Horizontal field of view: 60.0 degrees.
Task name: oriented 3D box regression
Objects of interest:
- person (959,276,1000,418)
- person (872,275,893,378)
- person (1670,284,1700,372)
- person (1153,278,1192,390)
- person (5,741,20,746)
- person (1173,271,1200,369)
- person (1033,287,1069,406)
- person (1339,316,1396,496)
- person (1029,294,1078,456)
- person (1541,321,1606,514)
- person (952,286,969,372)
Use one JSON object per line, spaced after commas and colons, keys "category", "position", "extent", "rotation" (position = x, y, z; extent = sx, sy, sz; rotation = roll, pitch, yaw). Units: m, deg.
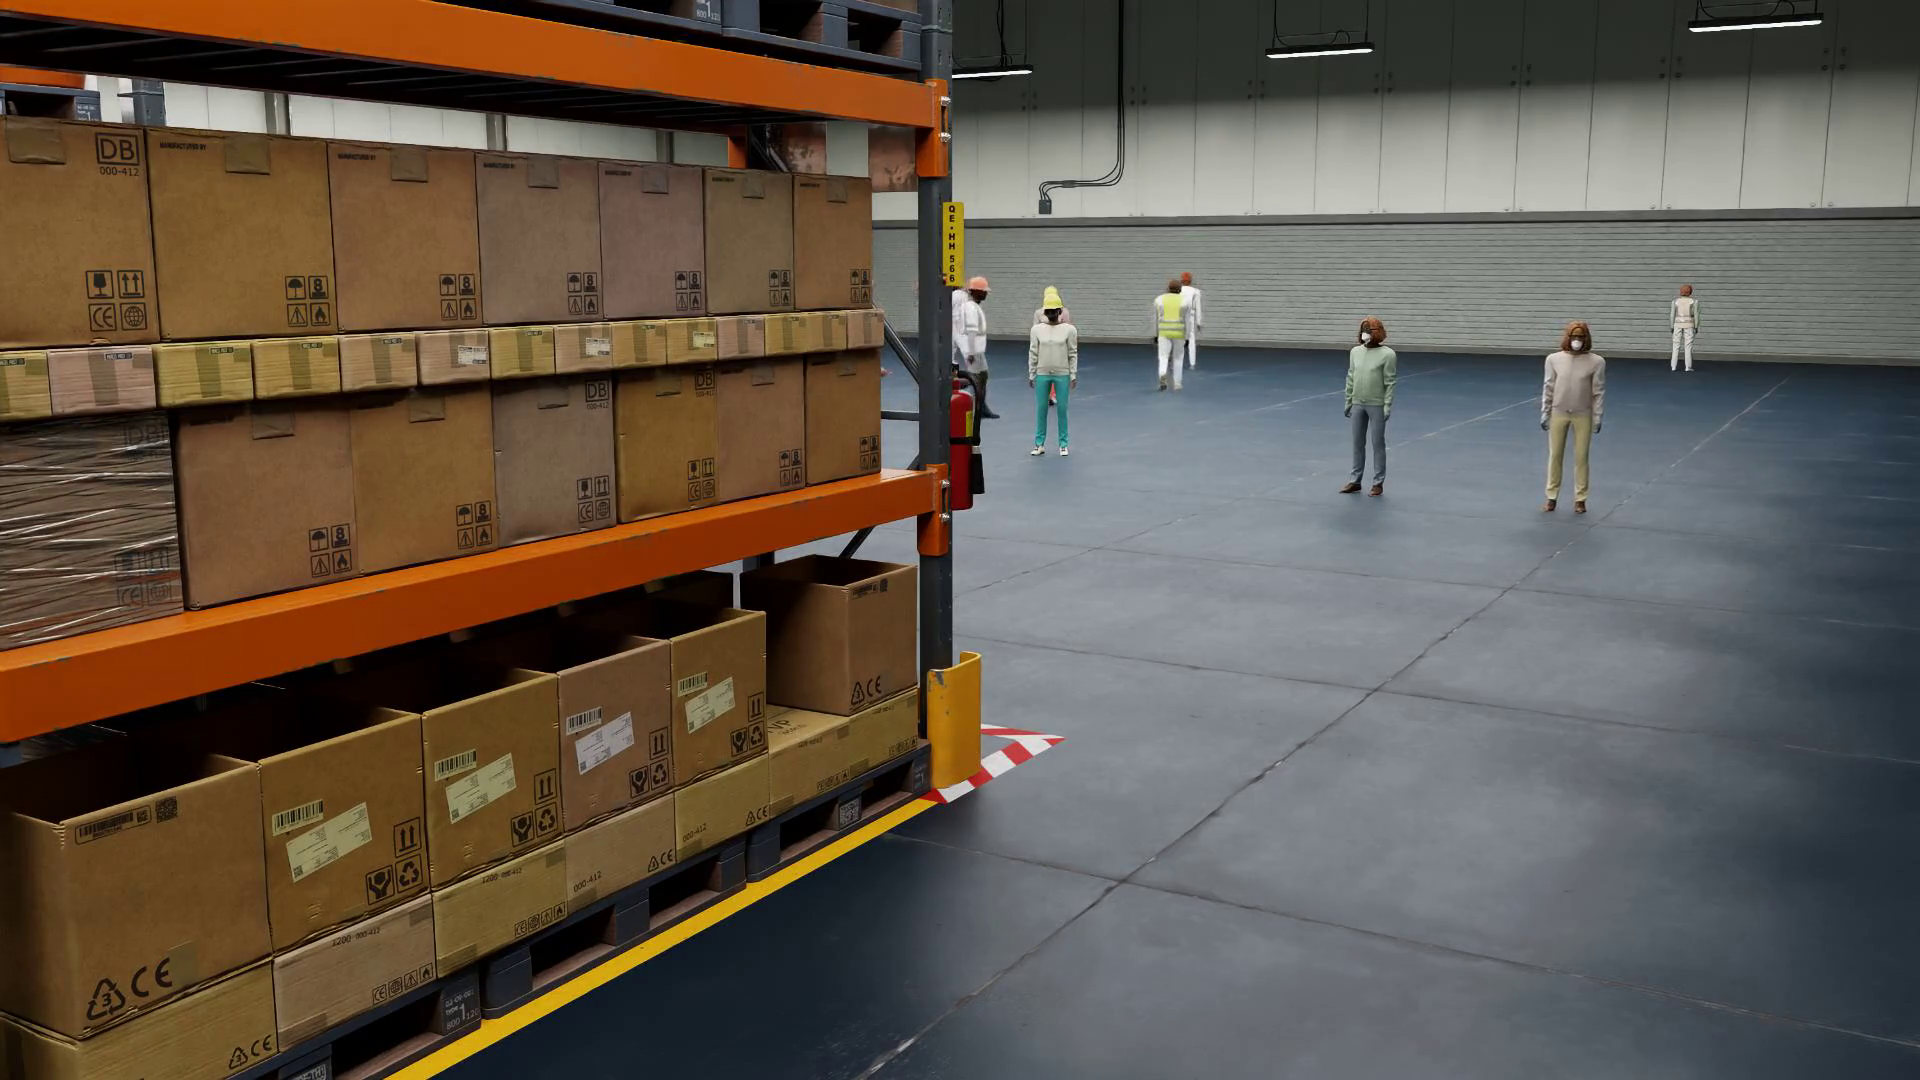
{"category": "person", "position": [0.131, -2.563, 22.234], "extent": [0.747, 1.918, 0.550], "rotation": [1, 10, 8]}
{"category": "person", "position": [-1.596, -3.800, 29.484], "extent": [0.902, 1.898, 0.652], "rotation": [3, 10, 15]}
{"category": "person", "position": [13.675, -3.996, 31.402], "extent": [0.514, 1.642, 0.307], "rotation": [7, 12, 36]}
{"category": "person", "position": [3.431, -3.317, 26.912], "extent": [0.637, 1.818, 0.730], "rotation": [2, 10, 13]}
{"category": "person", "position": [-4.387, 0.019, 7.260], "extent": [0.416, 1.867, 0.804], "rotation": [5, 11, 28]}
{"category": "person", "position": [4.324, -4.221, 32.014], "extent": [0.584, 1.882, 0.342], "rotation": [0, 10, 0]}
{"category": "person", "position": [1.304, -2.799, 24.171], "extent": [0.550, 1.718, 0.927], "rotation": [3, 10, 14]}
{"category": "person", "position": [3.721, -1.216, 15.150], "extent": [0.285, 1.633, 0.497], "rotation": [-9, 13, -43]}
{"category": "person", "position": [1.011, -1.793, 18.143], "extent": [0.535, 1.767, 0.317], "rotation": [2, 10, 11]}
{"category": "person", "position": [5.203, -1.039, 14.134], "extent": [0.502, 1.633, 0.291], "rotation": [5, 11, 27]}
{"category": "person", "position": [-0.105, -3.836, 30.081], "extent": [0.986, 1.783, 0.640], "rotation": [4, 11, 23]}
